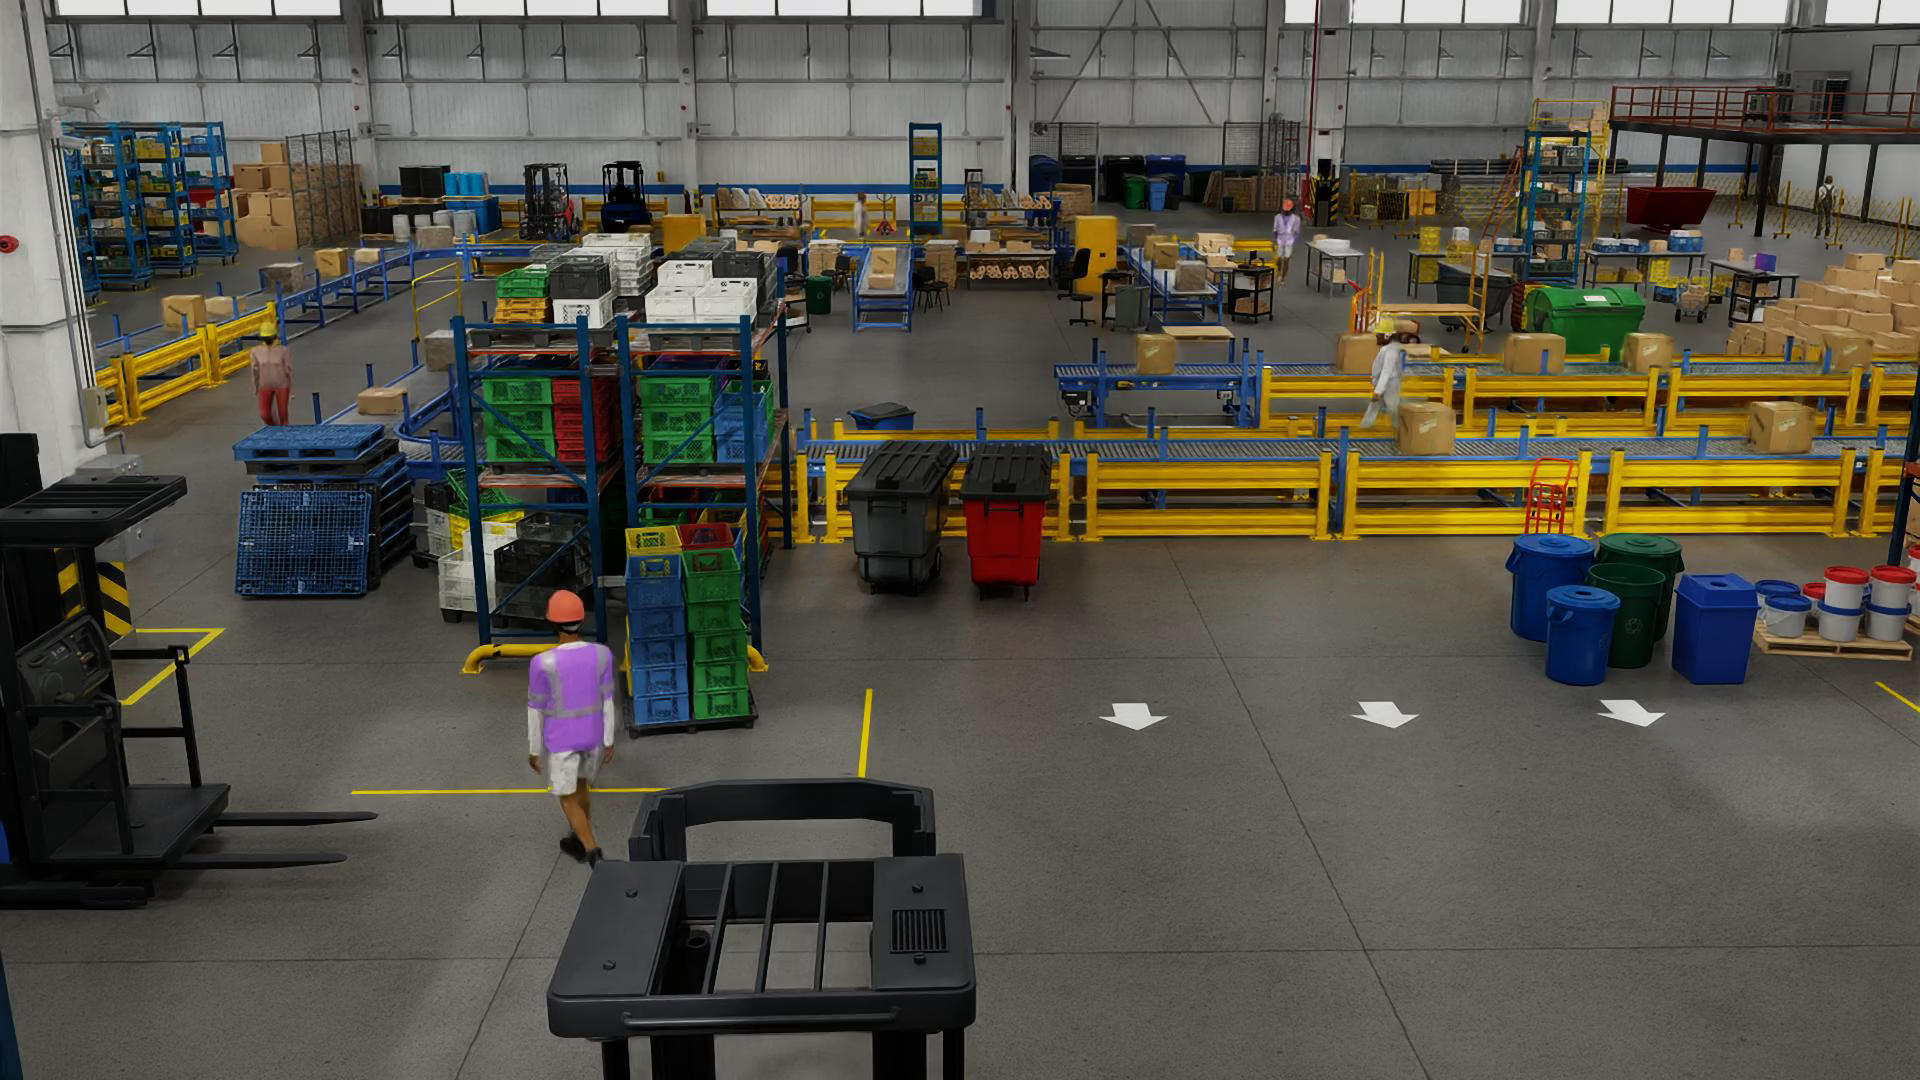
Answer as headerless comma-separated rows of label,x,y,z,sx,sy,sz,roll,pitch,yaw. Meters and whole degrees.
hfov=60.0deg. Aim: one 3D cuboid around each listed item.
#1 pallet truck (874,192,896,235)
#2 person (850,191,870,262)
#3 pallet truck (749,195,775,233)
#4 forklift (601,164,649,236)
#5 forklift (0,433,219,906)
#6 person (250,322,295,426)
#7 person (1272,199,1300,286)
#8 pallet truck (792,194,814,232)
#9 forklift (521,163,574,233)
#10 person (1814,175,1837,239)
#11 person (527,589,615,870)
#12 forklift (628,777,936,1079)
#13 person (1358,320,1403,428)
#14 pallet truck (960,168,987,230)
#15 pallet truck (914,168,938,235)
pallet truck,-2.277,-9.986,50.594,0.653,1.274,1.630,0,16,-1
person,-2.544,-7.970,42.527,0.485,1.892,0.669,-2,16,-7
pallet truck,-6.051,-9.967,50.660,0.680,1.201,1.601,0,16,-1
forklift,-9.948,-10.127,49.296,1.157,1.987,2.680,-1,16,-3
forklift,-5.952,0.780,10.366,1.873,2.768,1.129,0,16,-1
person,-9.107,-2.017,22.074,0.544,1.754,0.364,-3,16,-11
person,7.531,-6.881,38.522,0.605,2.018,0.467,5,17,18
pallet truck,-4.814,-9.883,50.259,0.704,1.261,1.522,-1,16,-3
forklift,-12.233,-10.122,49.298,1.157,1.987,2.680,0,16,-1
person,25.480,-9.791,48.956,0.514,1.842,0.328,2,16,9
person,-2.406,1.253,10.469,0.555,1.909,0.886,-12,20,-35
forklift,-0.542,2.165,5.552,1.129,2.768,1.873,-1,16,-2
person,5.563,-2.012,22.021,0.931,1.780,0.613,1,16,3
pallet truck,0.383,-10.230,50.206,0.823,1.965,1.885,-1,16,-3
pallet truck,-0.989,-10.316,50.507,0.823,1.965,1.885,1,16,3
